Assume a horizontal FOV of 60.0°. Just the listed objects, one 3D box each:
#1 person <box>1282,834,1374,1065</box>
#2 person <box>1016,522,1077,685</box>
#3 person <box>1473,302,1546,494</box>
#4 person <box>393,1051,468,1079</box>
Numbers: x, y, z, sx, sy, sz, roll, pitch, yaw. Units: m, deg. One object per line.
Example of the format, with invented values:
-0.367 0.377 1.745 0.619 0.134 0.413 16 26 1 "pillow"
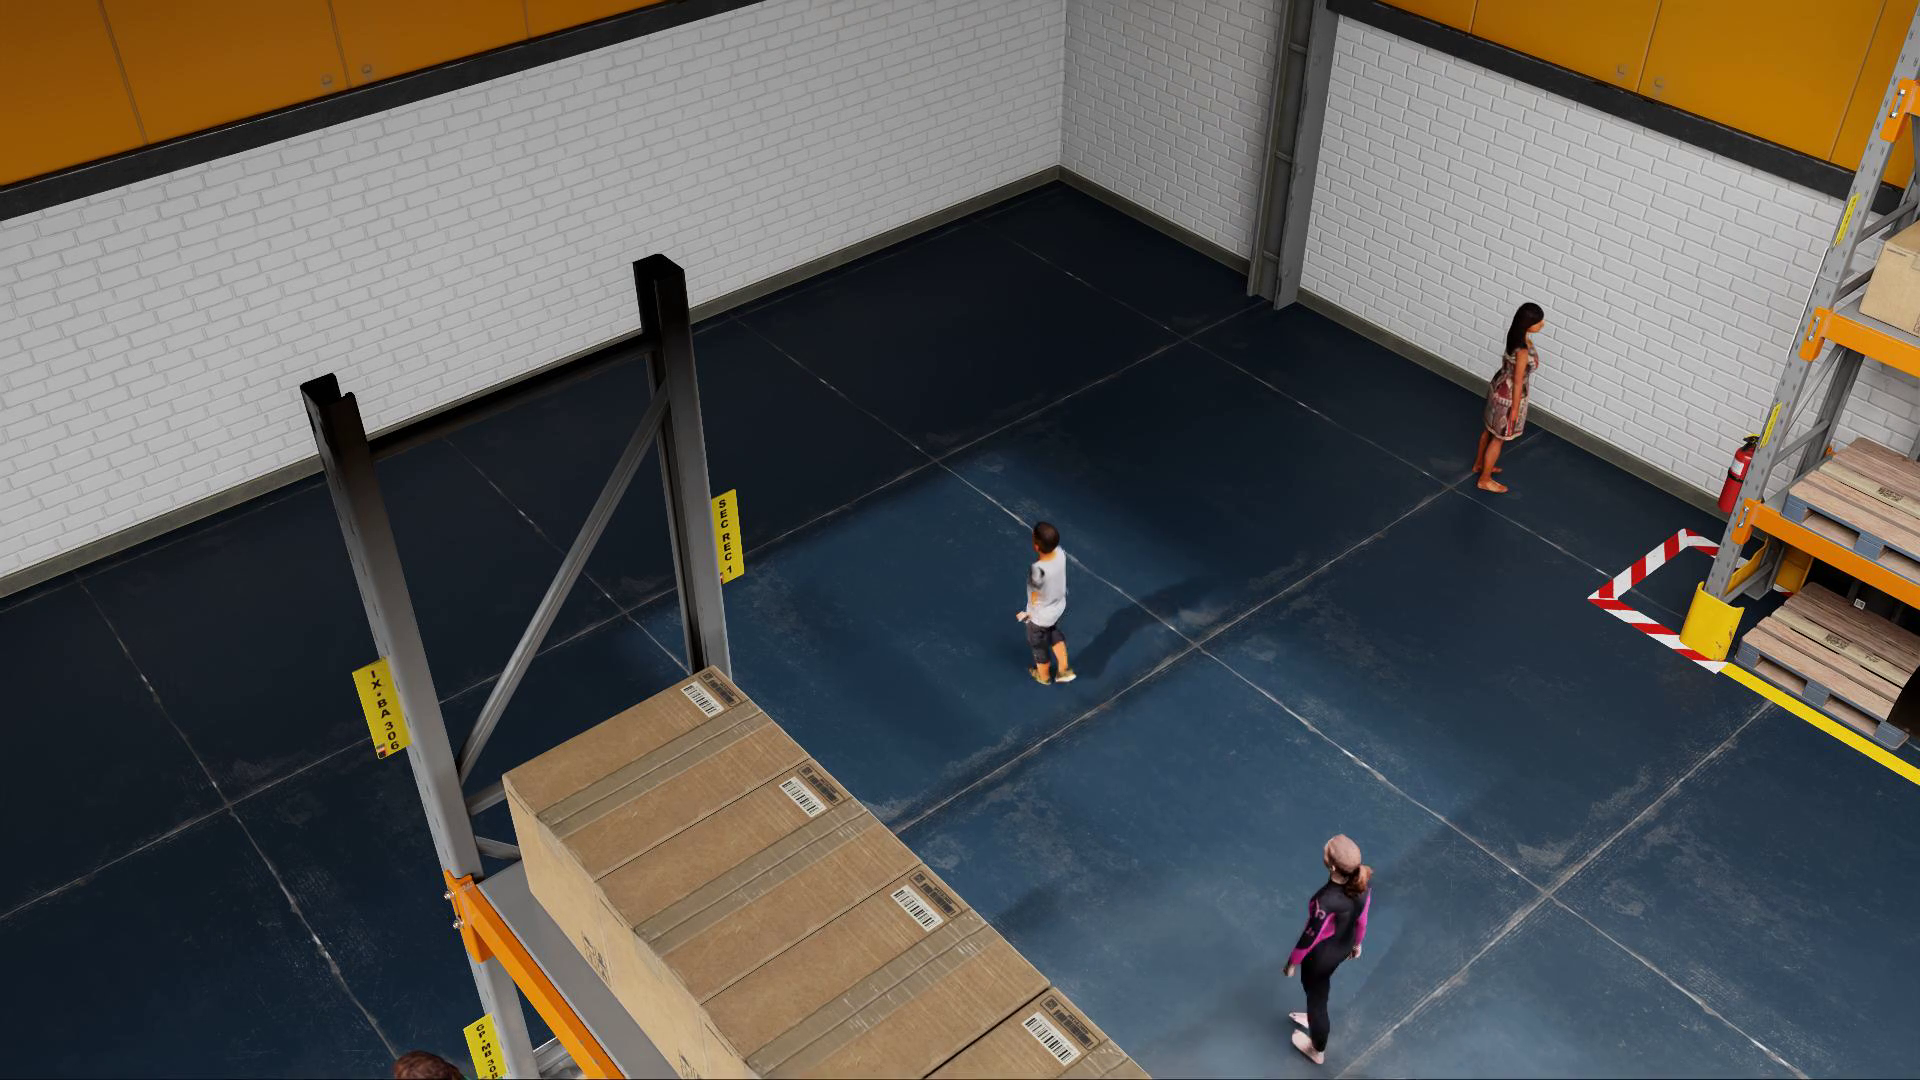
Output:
2.018 2.249 8.871 0.580 1.742 0.610 -27 46 -29 "person"
0.637 0.440 11.371 0.667 1.449 0.626 32 48 33 "person"
4.351 -1.154 13.212 0.767 1.643 0.711 4 39 5 "person"
-2.334 2.996 7.815 0.850 1.894 0.734 -6 39 -7 "person"
